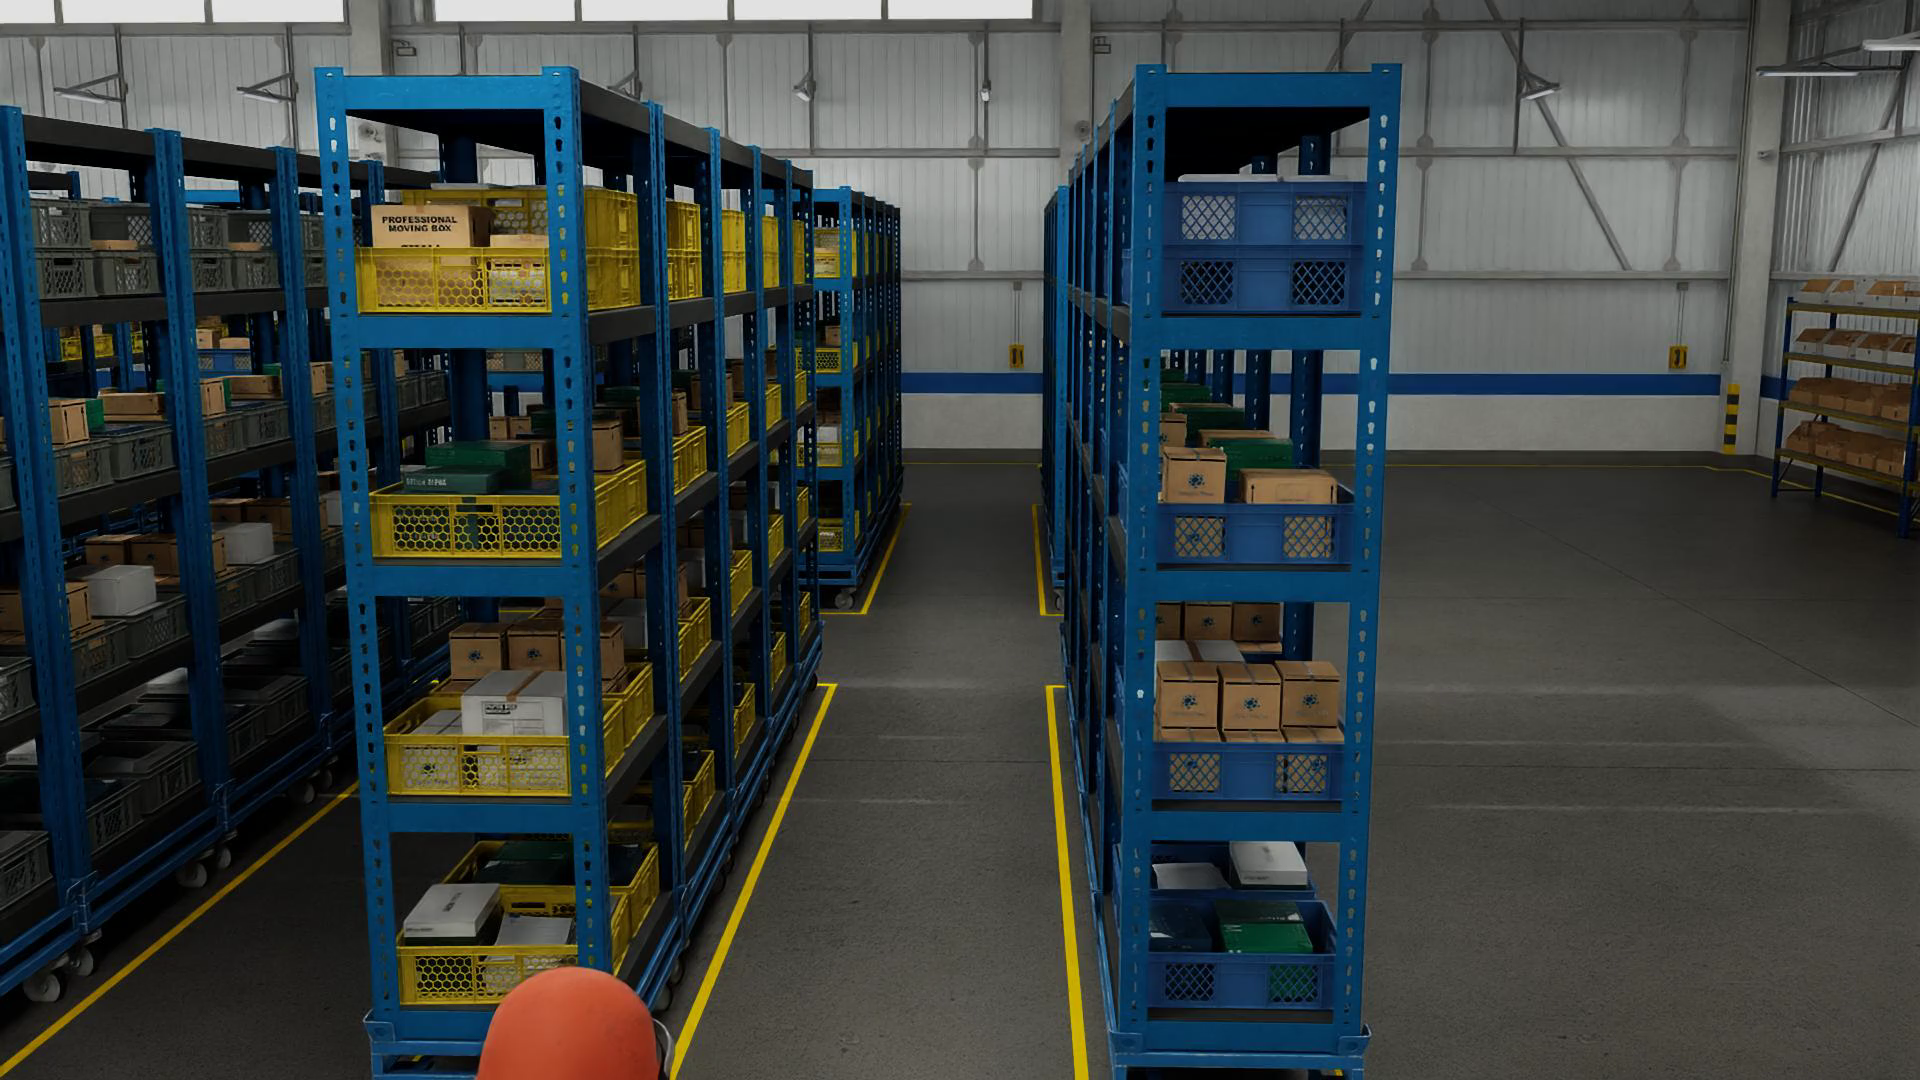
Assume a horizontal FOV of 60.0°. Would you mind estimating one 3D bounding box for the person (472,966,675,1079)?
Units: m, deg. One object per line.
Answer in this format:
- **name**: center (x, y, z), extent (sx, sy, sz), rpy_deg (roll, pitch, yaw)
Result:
- **person**: center (-0.566, 1.608, 2.594), extent (0.611, 1.996, 0.379), rpy_deg (7, 12, 36)
